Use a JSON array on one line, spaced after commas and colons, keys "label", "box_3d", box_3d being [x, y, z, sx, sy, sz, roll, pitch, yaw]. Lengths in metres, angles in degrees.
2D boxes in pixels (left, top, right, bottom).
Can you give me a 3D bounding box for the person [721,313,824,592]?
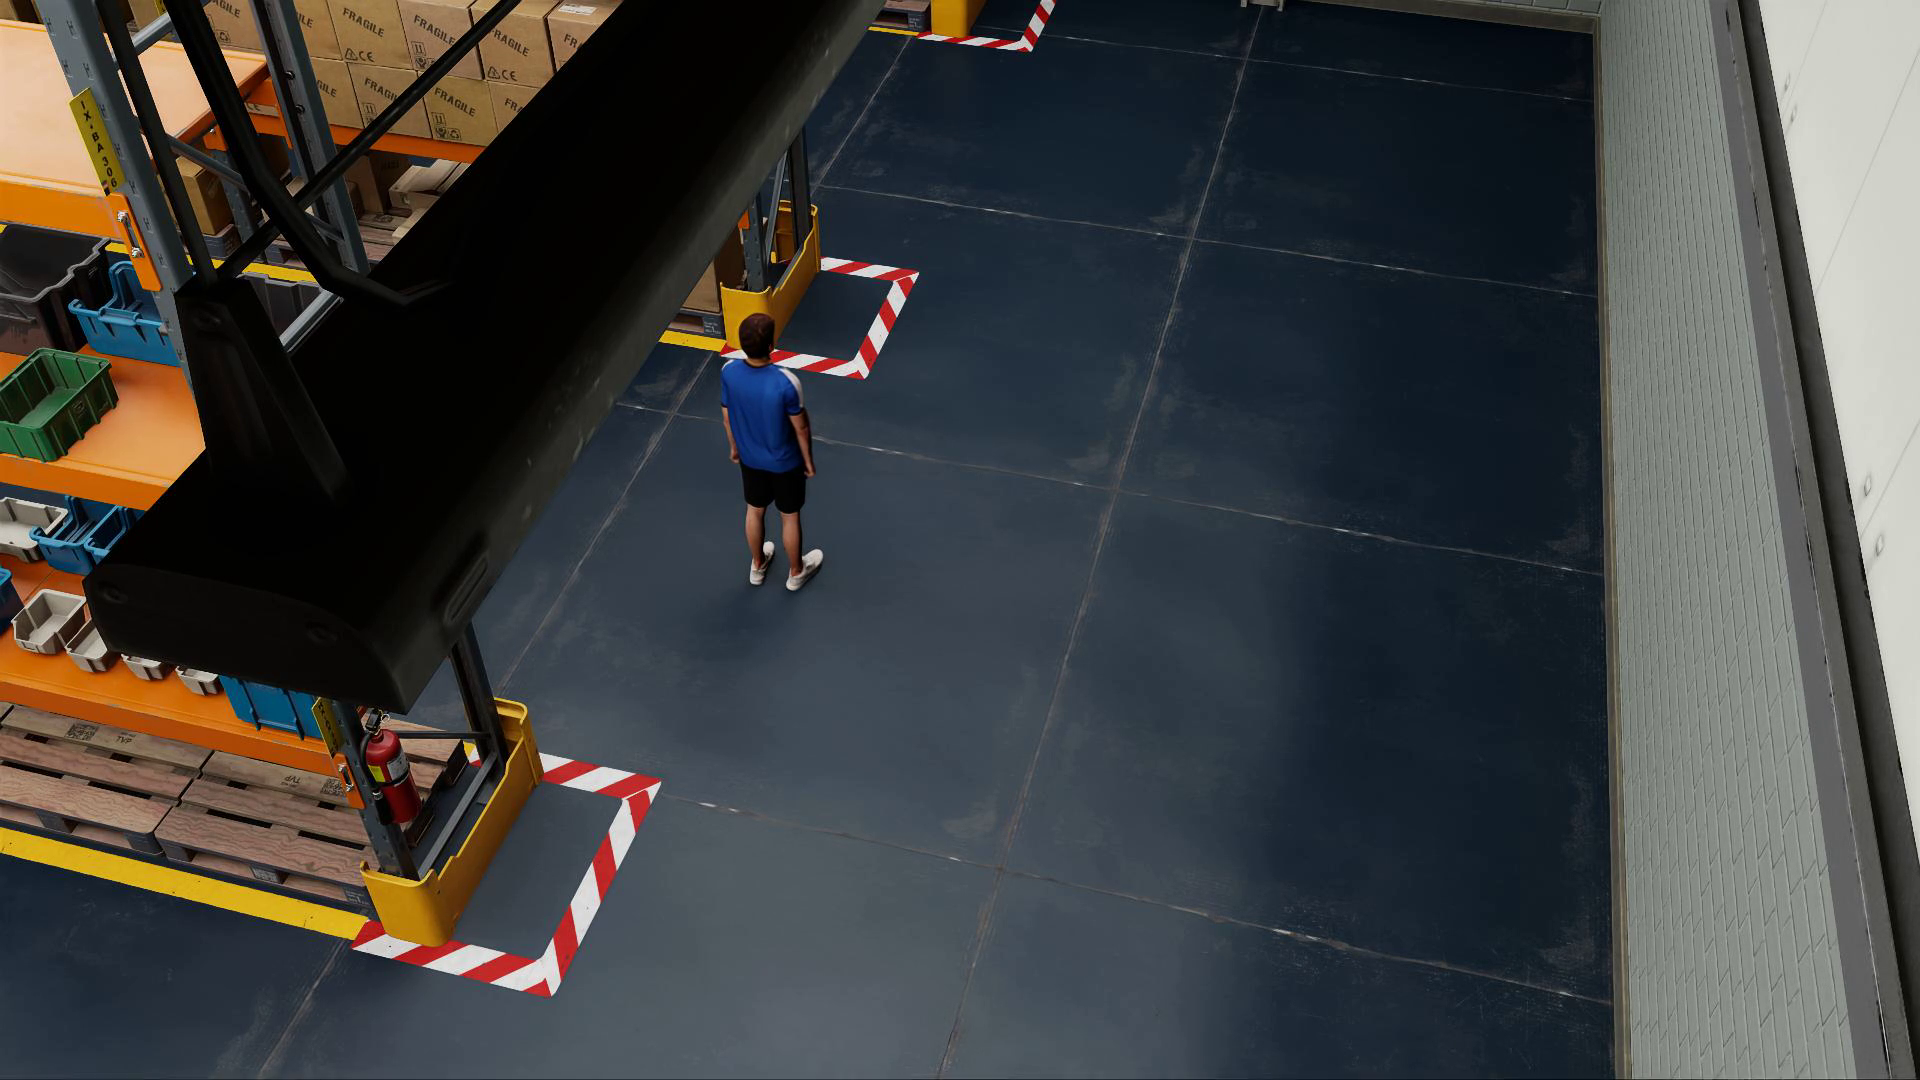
[{"label": "person", "box_3d": [-1.075, -0.489, 9.336, 0.485, 1.866, 0.705, 10, 44, 11]}]
